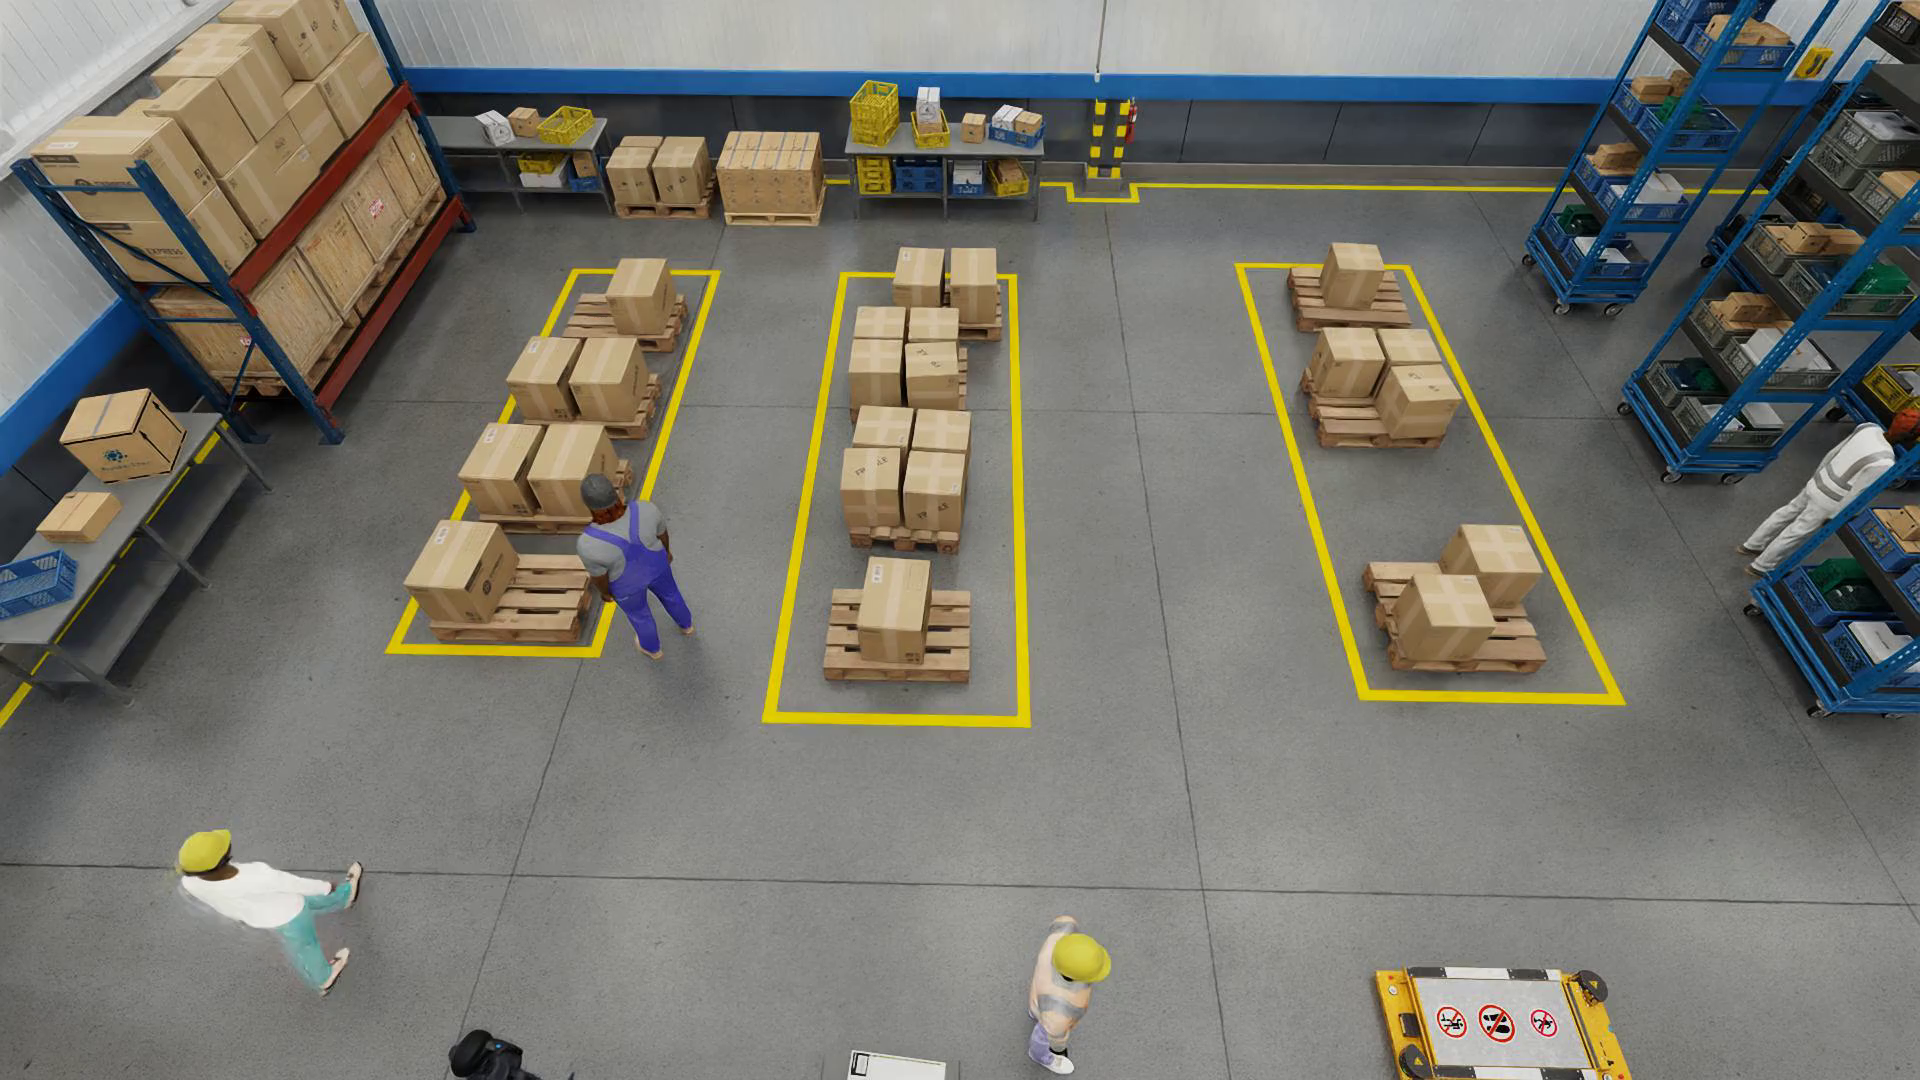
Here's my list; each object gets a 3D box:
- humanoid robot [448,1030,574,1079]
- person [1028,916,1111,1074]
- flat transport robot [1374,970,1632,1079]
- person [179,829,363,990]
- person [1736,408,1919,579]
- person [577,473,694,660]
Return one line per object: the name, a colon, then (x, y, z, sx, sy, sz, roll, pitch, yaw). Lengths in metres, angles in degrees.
humanoid robot: (-2.426, 3.045, 5.093, 0.571, 1.650, 0.330, 13, 52, 10)
person: (0.584, 2.627, 5.274, 0.365, 1.928, 0.584, 6, 51, 5)
flat transport robot: (3.501, 3.133, 5.914, 1.431, 0.197, 0.652, 1, 51, 1)
person: (-4.245, 2.184, 5.761, 0.541, 1.719, 0.879, 1, 51, 1)
person: (7.356, -0.380, 7.755, 0.362, 1.882, 0.574, 15, 52, 12)
person: (-2.581, 0.198, 7.183, 0.536, 2.000, 0.674, 37, 60, 26)
